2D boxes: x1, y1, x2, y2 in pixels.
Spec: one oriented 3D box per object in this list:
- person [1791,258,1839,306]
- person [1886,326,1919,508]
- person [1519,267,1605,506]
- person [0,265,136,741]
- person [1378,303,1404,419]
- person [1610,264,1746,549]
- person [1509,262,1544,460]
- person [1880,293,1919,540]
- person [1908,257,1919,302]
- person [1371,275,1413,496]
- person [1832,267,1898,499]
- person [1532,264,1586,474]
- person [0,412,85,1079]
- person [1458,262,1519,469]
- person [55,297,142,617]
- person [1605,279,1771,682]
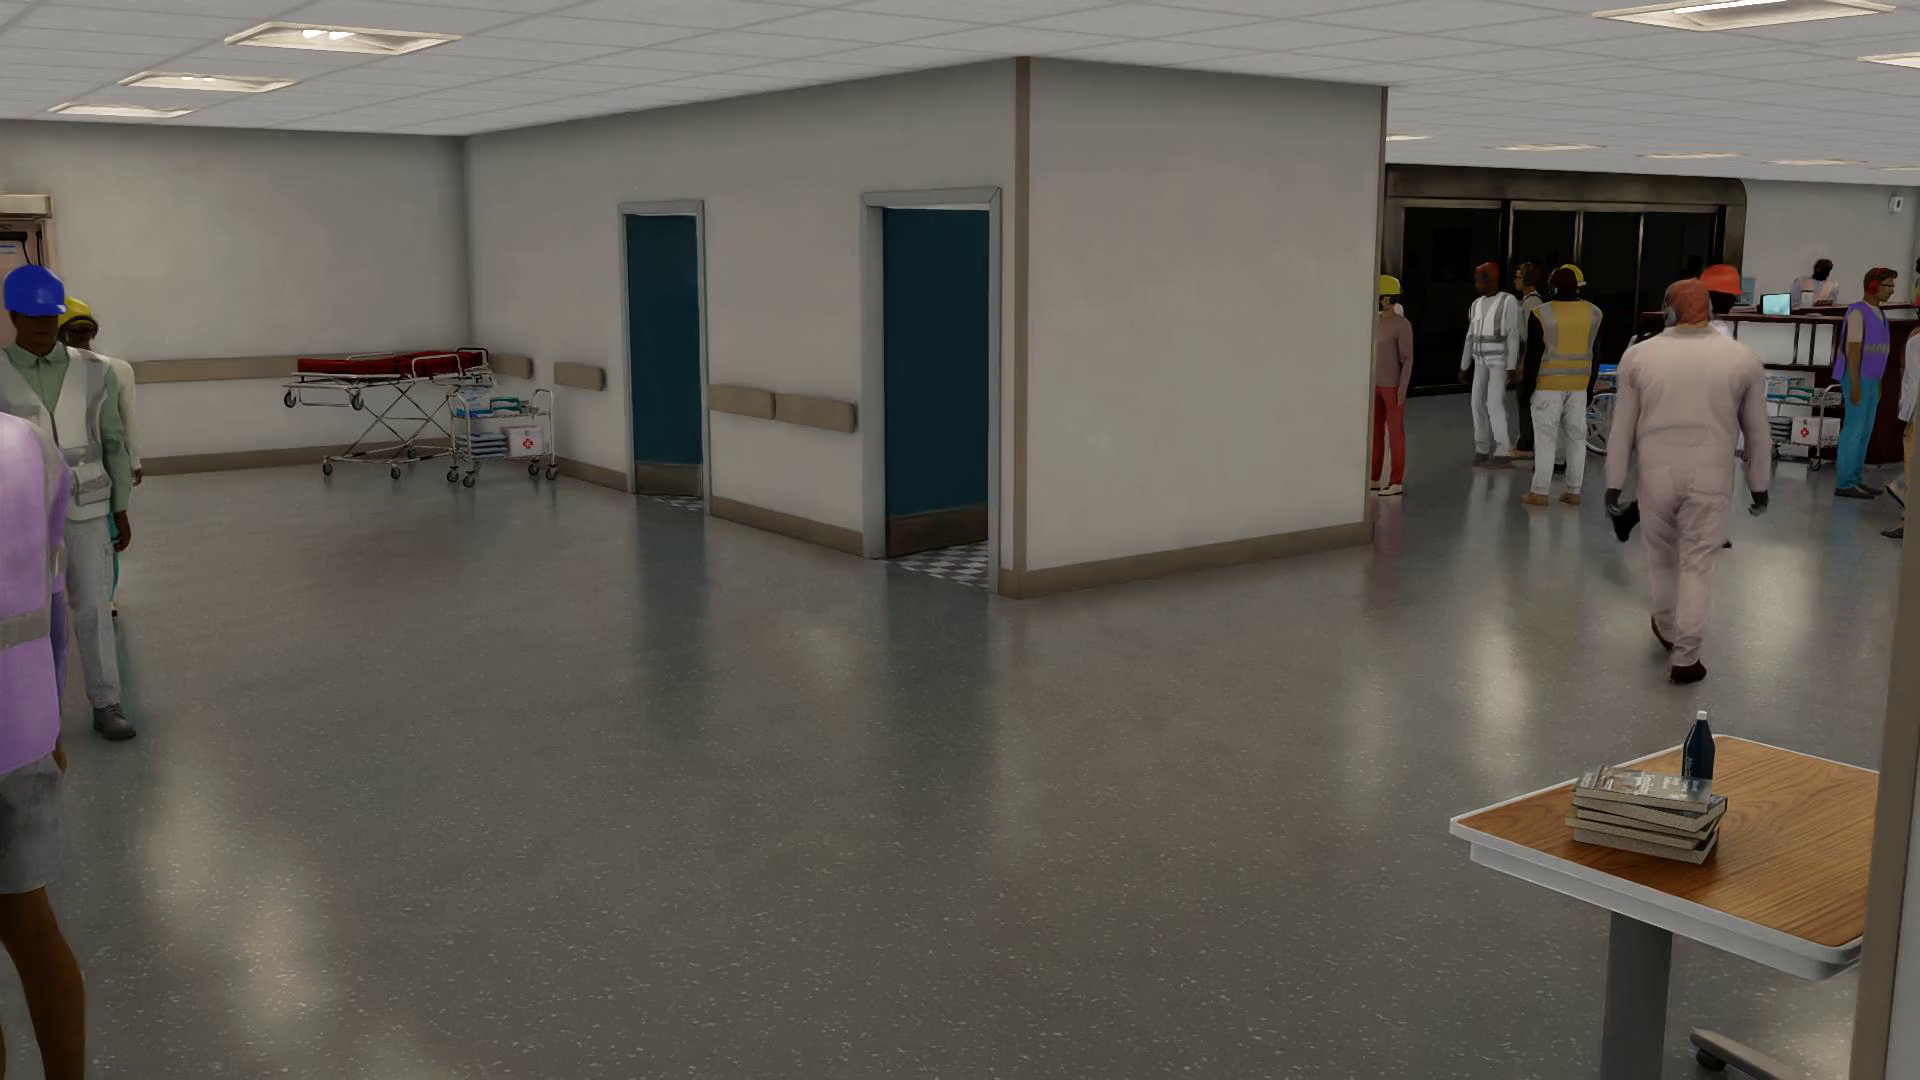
[{"bbox_3d":[11.901,-3.026,23.270,0.649,1.819,0.655,3,11,17],"label":"person"},{"bbox_3d":[6.983,-0.983,12.003,0.547,1.753,0.414,-6,12,-29],"label":"person"},{"bbox_3d":[4.613,-1.173,12.836,0.621,1.839,0.429,-2,10,-9],"label":"person"},{"bbox_3d":[-3.621,-0.116,6.632,0.595,1.938,0.413,-9,14,-41],"label":"person"},{"bbox_3d":[4.858,-2.179,19.071,0.504,1.627,0.285,-3,11,-18],"label":"person"},{"bbox_3d":[4.686,-0.852,10.867,0.819,1.901,0.583,-1,10,-3],"label":"person"},{"bbox_3d":[5.295,-1.673,15.595,0.333,1.844,0.514,4,11,21],"label":"person"},{"bbox_3d":[6.580,-0.867,11.341,0.560,1.753,0.328,-5,11,-24],"label":"person"},{"bbox_3d":[15.064,-3.519,26.021,0.431,1.831,0.638,9,14,41],"label":"person"},{"bbox_3d":[3.409,-1.238,13.390,0.331,1.768,0.526,-5,11,-26],"label":"person"},{"bbox_3d":[7.218,-1.251,13.287,0.564,1.833,0.421,-10,14,-43],"label":"person"},{"bbox_3d":[5.299,-1.495,14.633,0.404,1.837,0.587,10,14,43],"label":"person"},{"bbox_3d":[-2.064,0.416,3.403,0.410,2.030,0.611,1,10,7],"label":"person"},{"bbox_3d":[4.819,-1.575,15.072,0.405,1.847,0.662,-5,11,-24],"label":"person"},{"bbox_3d":[-4.697,-0.430,8.941,0.541,1.739,0.740,-10,14,-43],"label":"person"},{"bbox_3d":[3.463,-0.302,7.910,0.703,1.843,0.973,5,11,27],"label":"person"}]
